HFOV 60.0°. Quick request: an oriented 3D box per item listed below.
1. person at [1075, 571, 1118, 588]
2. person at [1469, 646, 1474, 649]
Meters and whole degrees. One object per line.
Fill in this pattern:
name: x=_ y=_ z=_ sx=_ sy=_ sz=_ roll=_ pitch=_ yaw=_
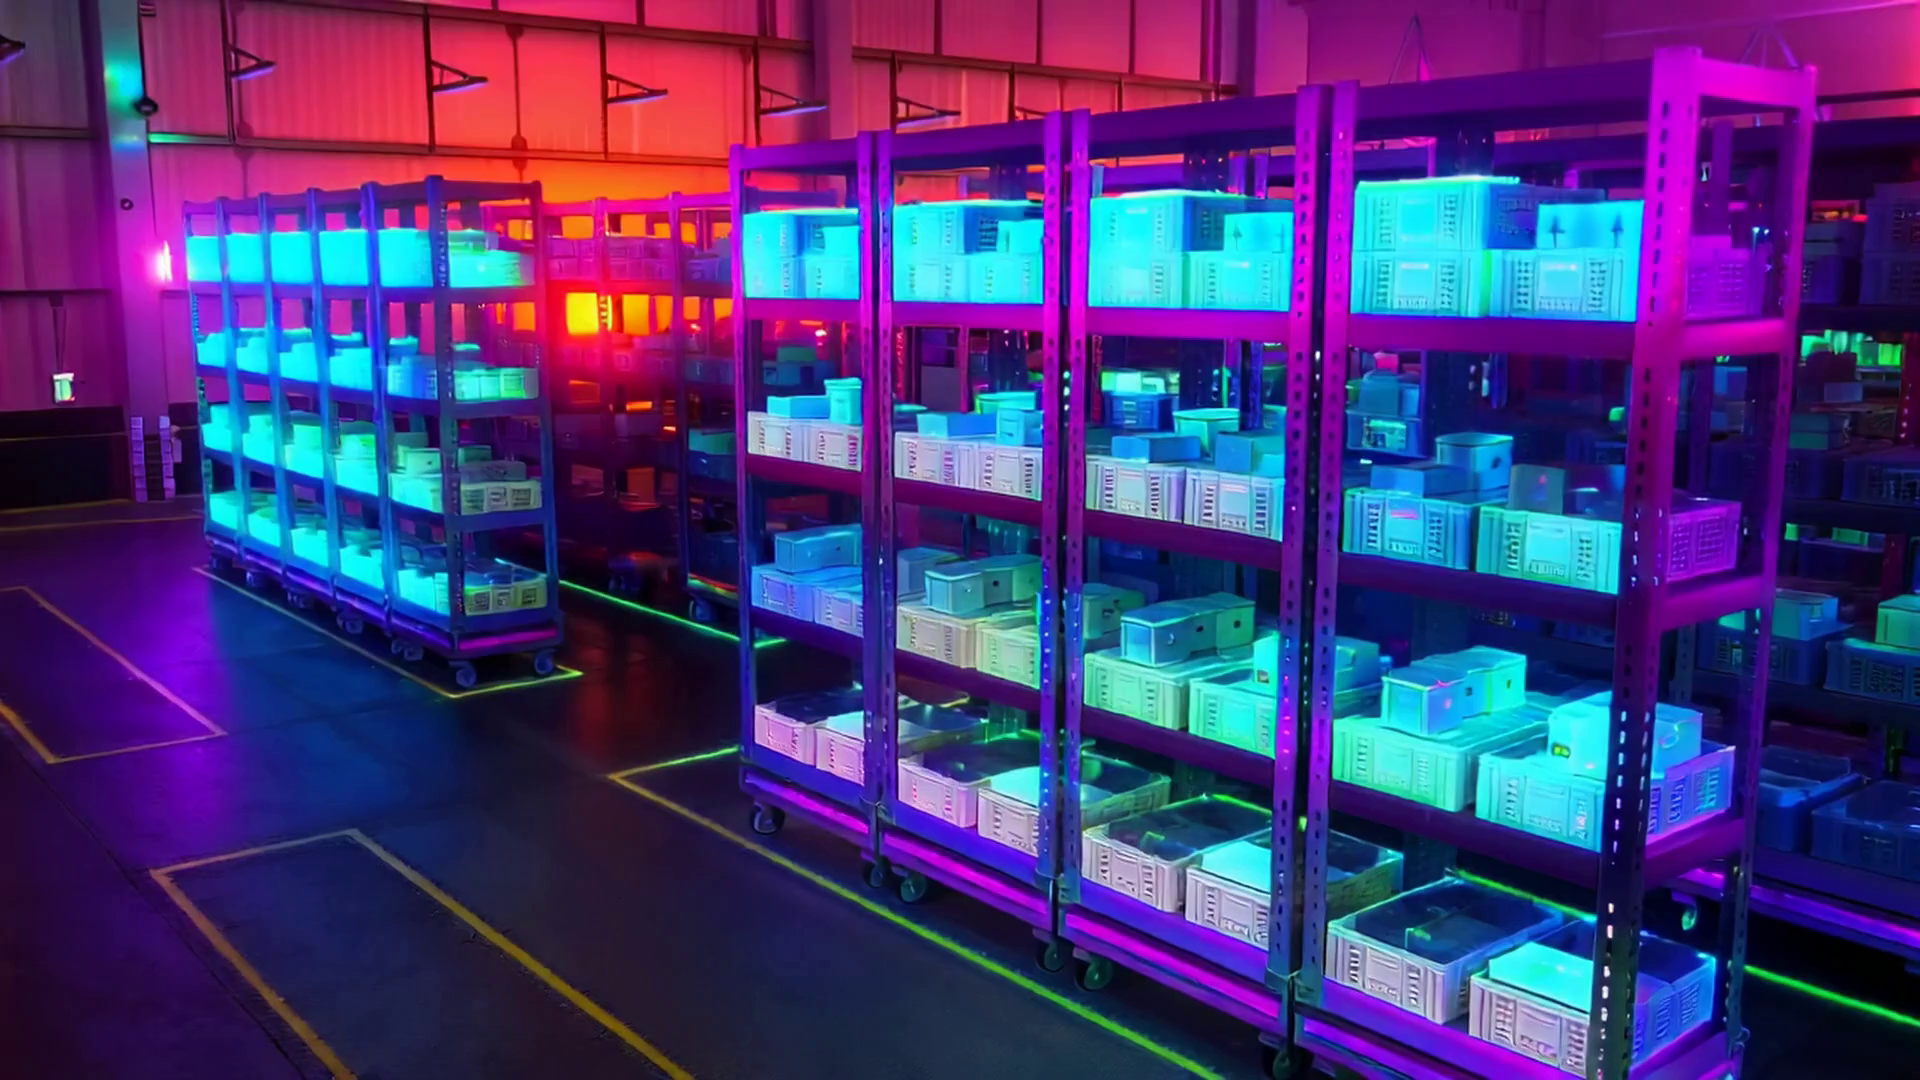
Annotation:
person: x=1.117 y=-0.342 z=14.843 sx=0.446 sy=1.814 sz=0.598 roll=-8 pitch=12 yaw=-38
person: x=3.205 y=0.364 z=10.223 sx=0.640 sy=1.934 sz=0.439 roll=-9 pitch=13 yaw=-43
